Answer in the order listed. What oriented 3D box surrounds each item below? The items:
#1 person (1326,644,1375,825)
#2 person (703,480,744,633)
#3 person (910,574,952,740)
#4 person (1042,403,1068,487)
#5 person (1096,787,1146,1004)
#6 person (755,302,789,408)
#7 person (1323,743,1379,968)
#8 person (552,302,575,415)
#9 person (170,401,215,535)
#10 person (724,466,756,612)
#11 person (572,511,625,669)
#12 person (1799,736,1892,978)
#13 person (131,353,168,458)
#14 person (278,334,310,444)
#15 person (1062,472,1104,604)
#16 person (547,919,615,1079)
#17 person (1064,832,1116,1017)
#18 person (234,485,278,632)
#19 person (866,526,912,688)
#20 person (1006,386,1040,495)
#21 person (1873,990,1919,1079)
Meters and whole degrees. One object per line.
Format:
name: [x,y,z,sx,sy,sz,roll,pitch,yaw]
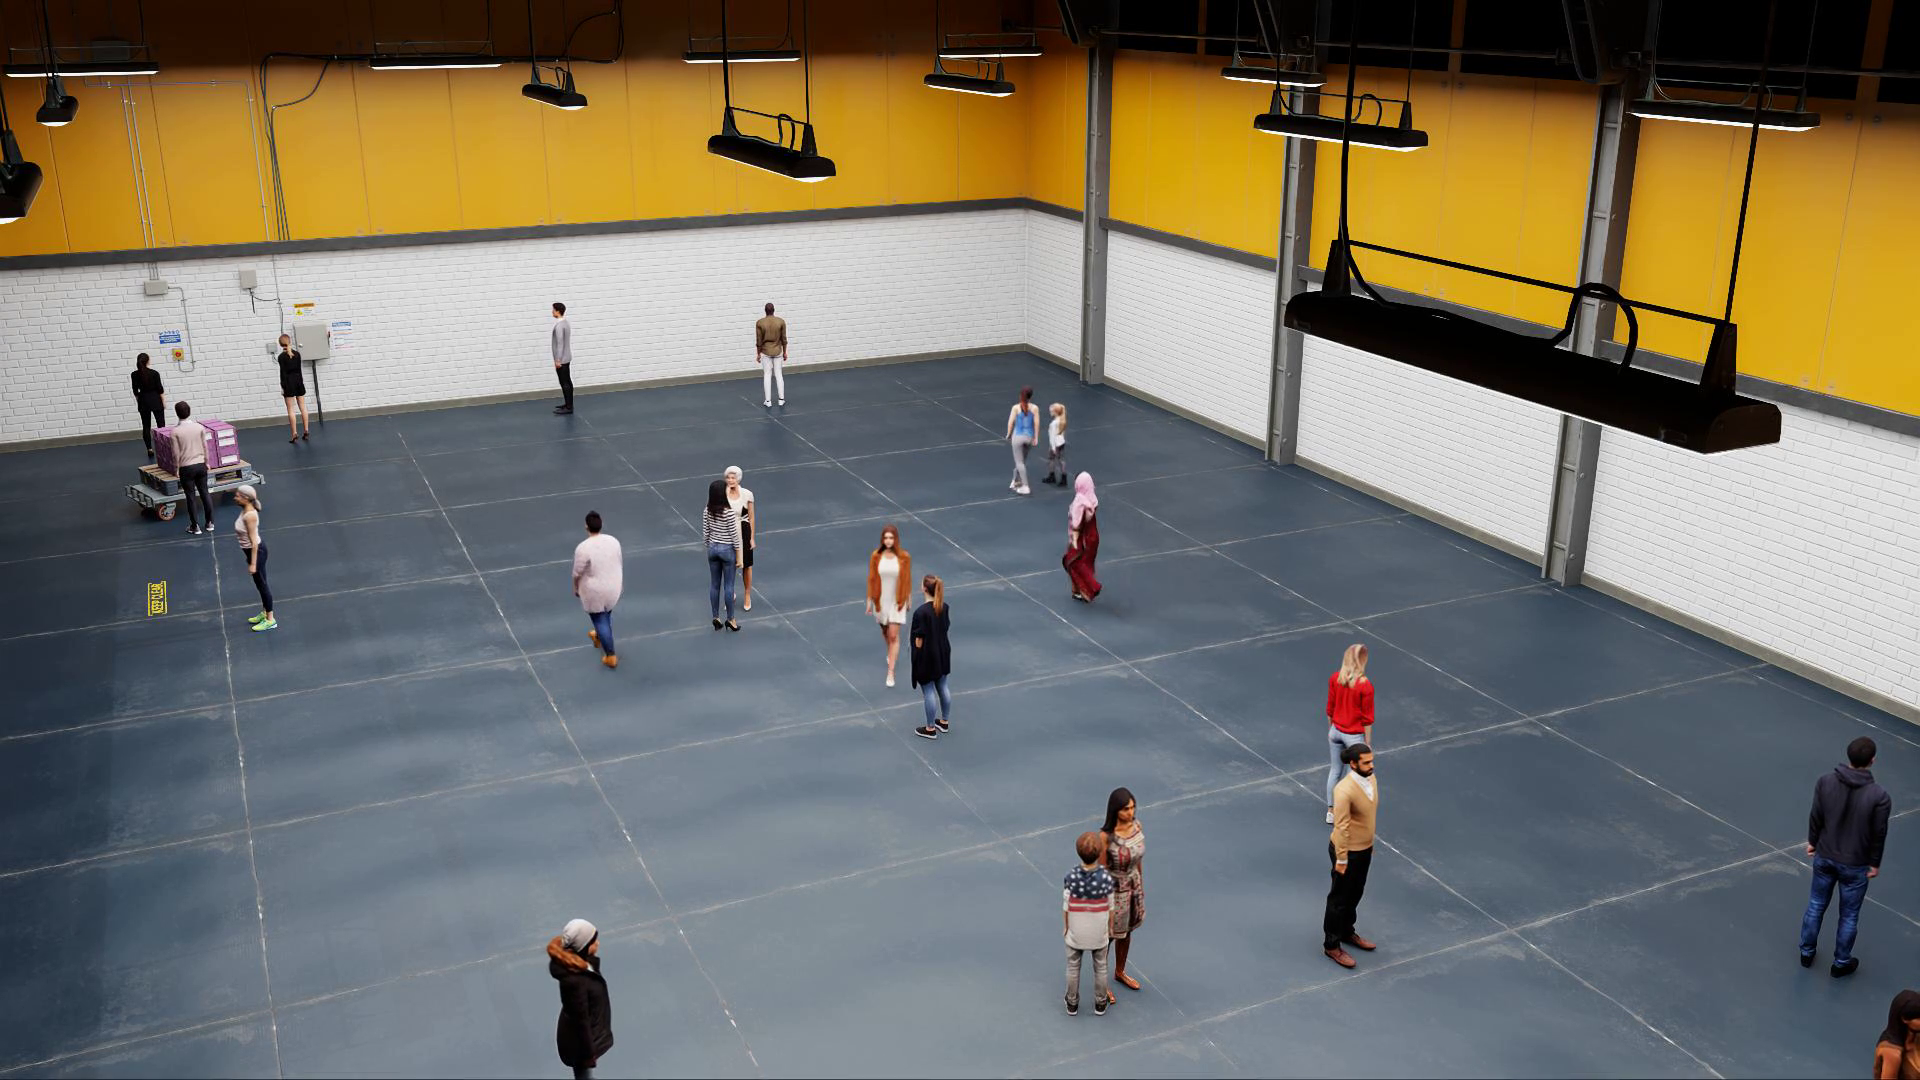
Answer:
person: [3.399,1.710,14.569,0.733,1.704,0.563,-17,25,-41]
person: [-2.714,0.181,18.965,0.625,1.796,0.714,9,21,25]
person: [-0.267,1.132,16.319,0.695,1.683,0.667,-16,25,-40]
person: [1.466,-1.385,24.463,0.626,1.255,0.779,-17,25,-40]
person: [1.161,2.557,12.146,0.699,1.645,0.615,-15,23,-37]
person: [-3.302,-3.260,29.136,0.764,1.825,0.620,-5,19,-14]
person: [2.971,2.342,12.610,0.736,1.755,0.745,15,24,38]
person: [-6.841,-3.142,28.634,0.890,1.922,0.710,-1,19,-3]
person: [-10.351,-0.987,22.411,0.672,1.810,0.695,17,25,42]
person: [-2.641,-0.028,19.648,0.708,1.756,0.710,2,19,6]
person: [-3.863,0.555,17.999,0.849,1.704,1.129,-14,23,-35]
person: [6.565,2.348,12.376,0.645,1.894,0.806,17,25,41]
person: [-12.634,-2.101,25.950,0.668,1.662,0.655,-2,19,-7]
person: [-10.775,-2.456,26.837,0.672,1.769,0.646,11,22,30]
person: [1.538,-0.004,19.780,0.842,1.625,0.785,15,23,37]
person: [-2.394,3.111,10.520,0.736,1.633,0.608,-3,19,-9]
person: [0.919,2.741,11.921,0.591,1.439,0.612,1,19,3]
person: [-8.087,0.183,19.105,0.658,1.702,0.474,-10,21,-27]
person: [-0.752,0.636,17.788,0.991,1.684,1.209,2,19,5]
person: [0.933,-1.426,24.077,0.625,1.579,0.786,-8,20,-23]
person: [5.395,3.364,9.680,0.620,1.690,0.624,17,25,40]
